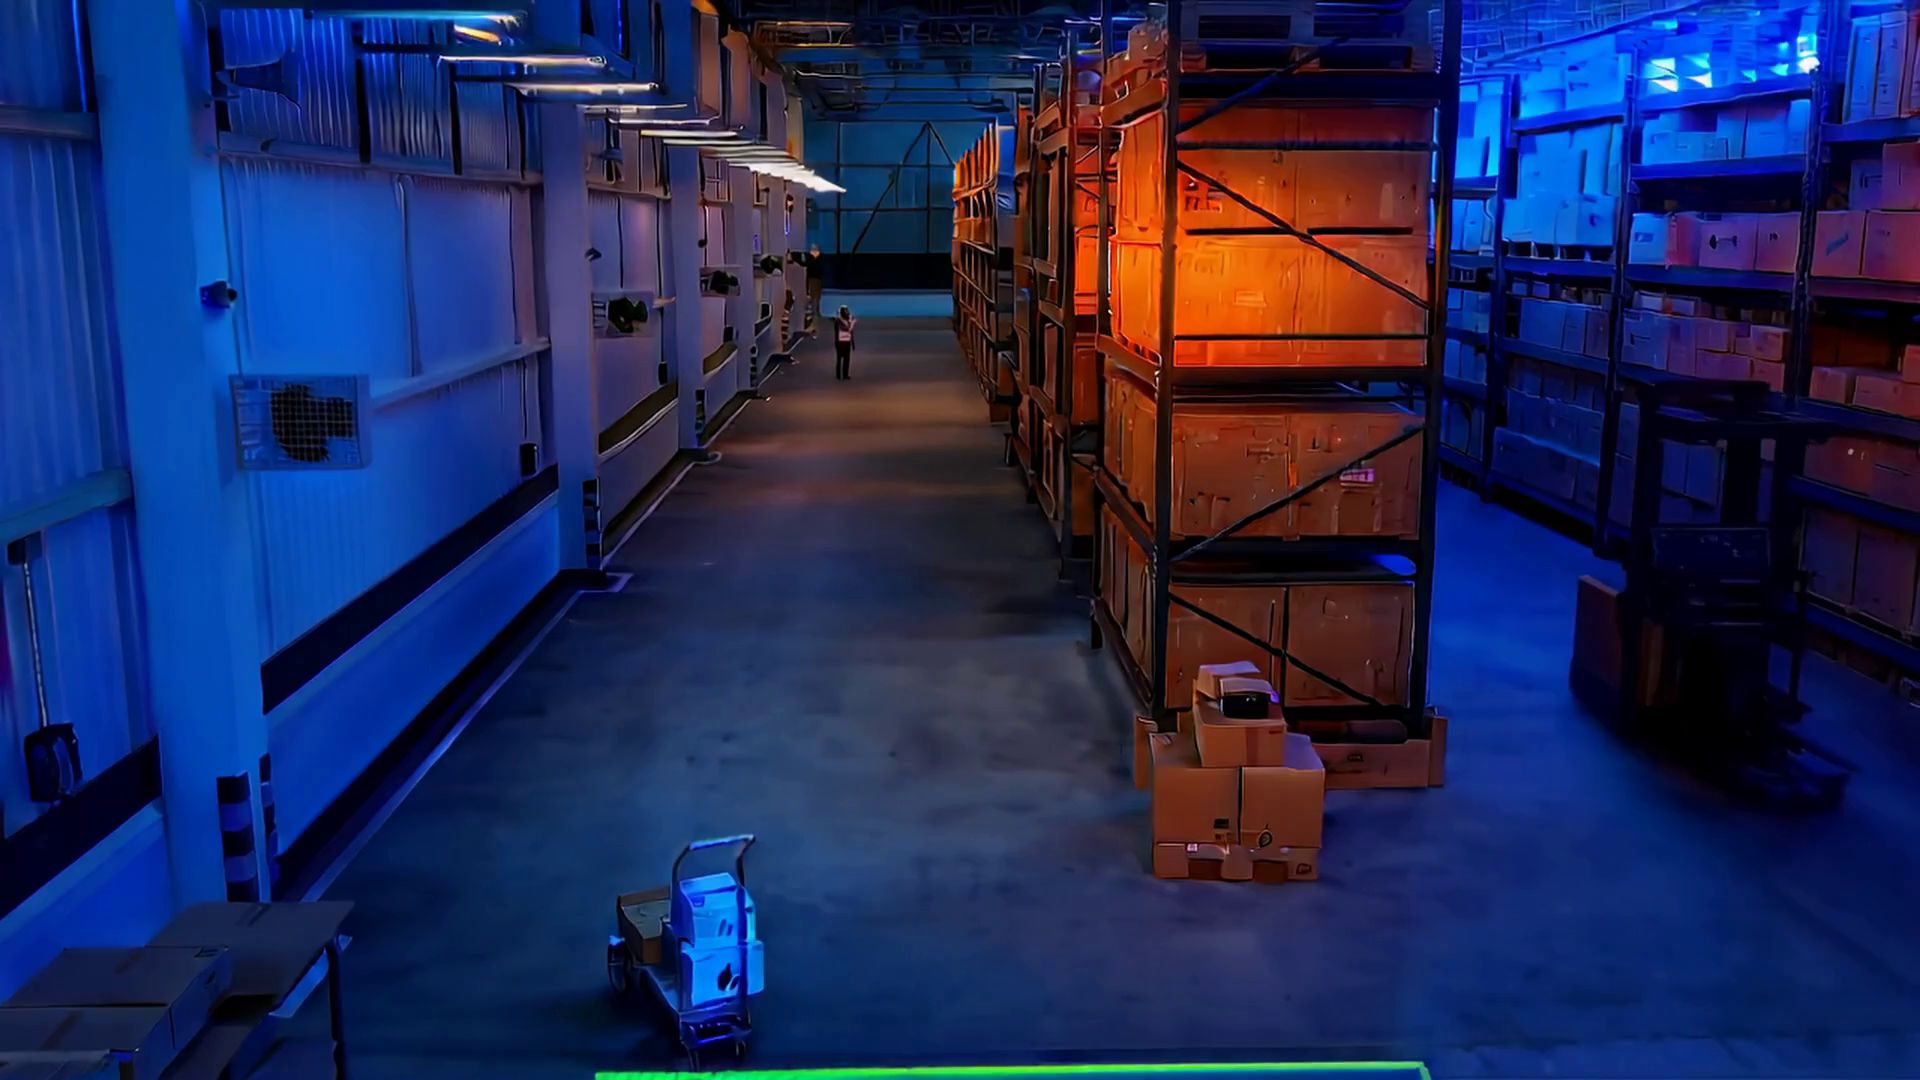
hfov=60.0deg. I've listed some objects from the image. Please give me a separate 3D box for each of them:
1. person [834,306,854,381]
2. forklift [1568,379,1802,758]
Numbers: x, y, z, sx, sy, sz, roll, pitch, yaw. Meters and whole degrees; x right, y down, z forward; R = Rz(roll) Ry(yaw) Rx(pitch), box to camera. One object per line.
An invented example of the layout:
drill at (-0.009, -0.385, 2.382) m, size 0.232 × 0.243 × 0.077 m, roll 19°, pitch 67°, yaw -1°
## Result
person at (-2.972, -5.031, 42.568) m, size 0.588 × 1.910 × 0.399 m, roll -10°, pitch 15°, yaw -42°
forklift at (5.790, 0.117, 13.243) m, size 1.129 × 2.768 × 1.873 m, roll 0°, pitch 11°, yaw -2°
